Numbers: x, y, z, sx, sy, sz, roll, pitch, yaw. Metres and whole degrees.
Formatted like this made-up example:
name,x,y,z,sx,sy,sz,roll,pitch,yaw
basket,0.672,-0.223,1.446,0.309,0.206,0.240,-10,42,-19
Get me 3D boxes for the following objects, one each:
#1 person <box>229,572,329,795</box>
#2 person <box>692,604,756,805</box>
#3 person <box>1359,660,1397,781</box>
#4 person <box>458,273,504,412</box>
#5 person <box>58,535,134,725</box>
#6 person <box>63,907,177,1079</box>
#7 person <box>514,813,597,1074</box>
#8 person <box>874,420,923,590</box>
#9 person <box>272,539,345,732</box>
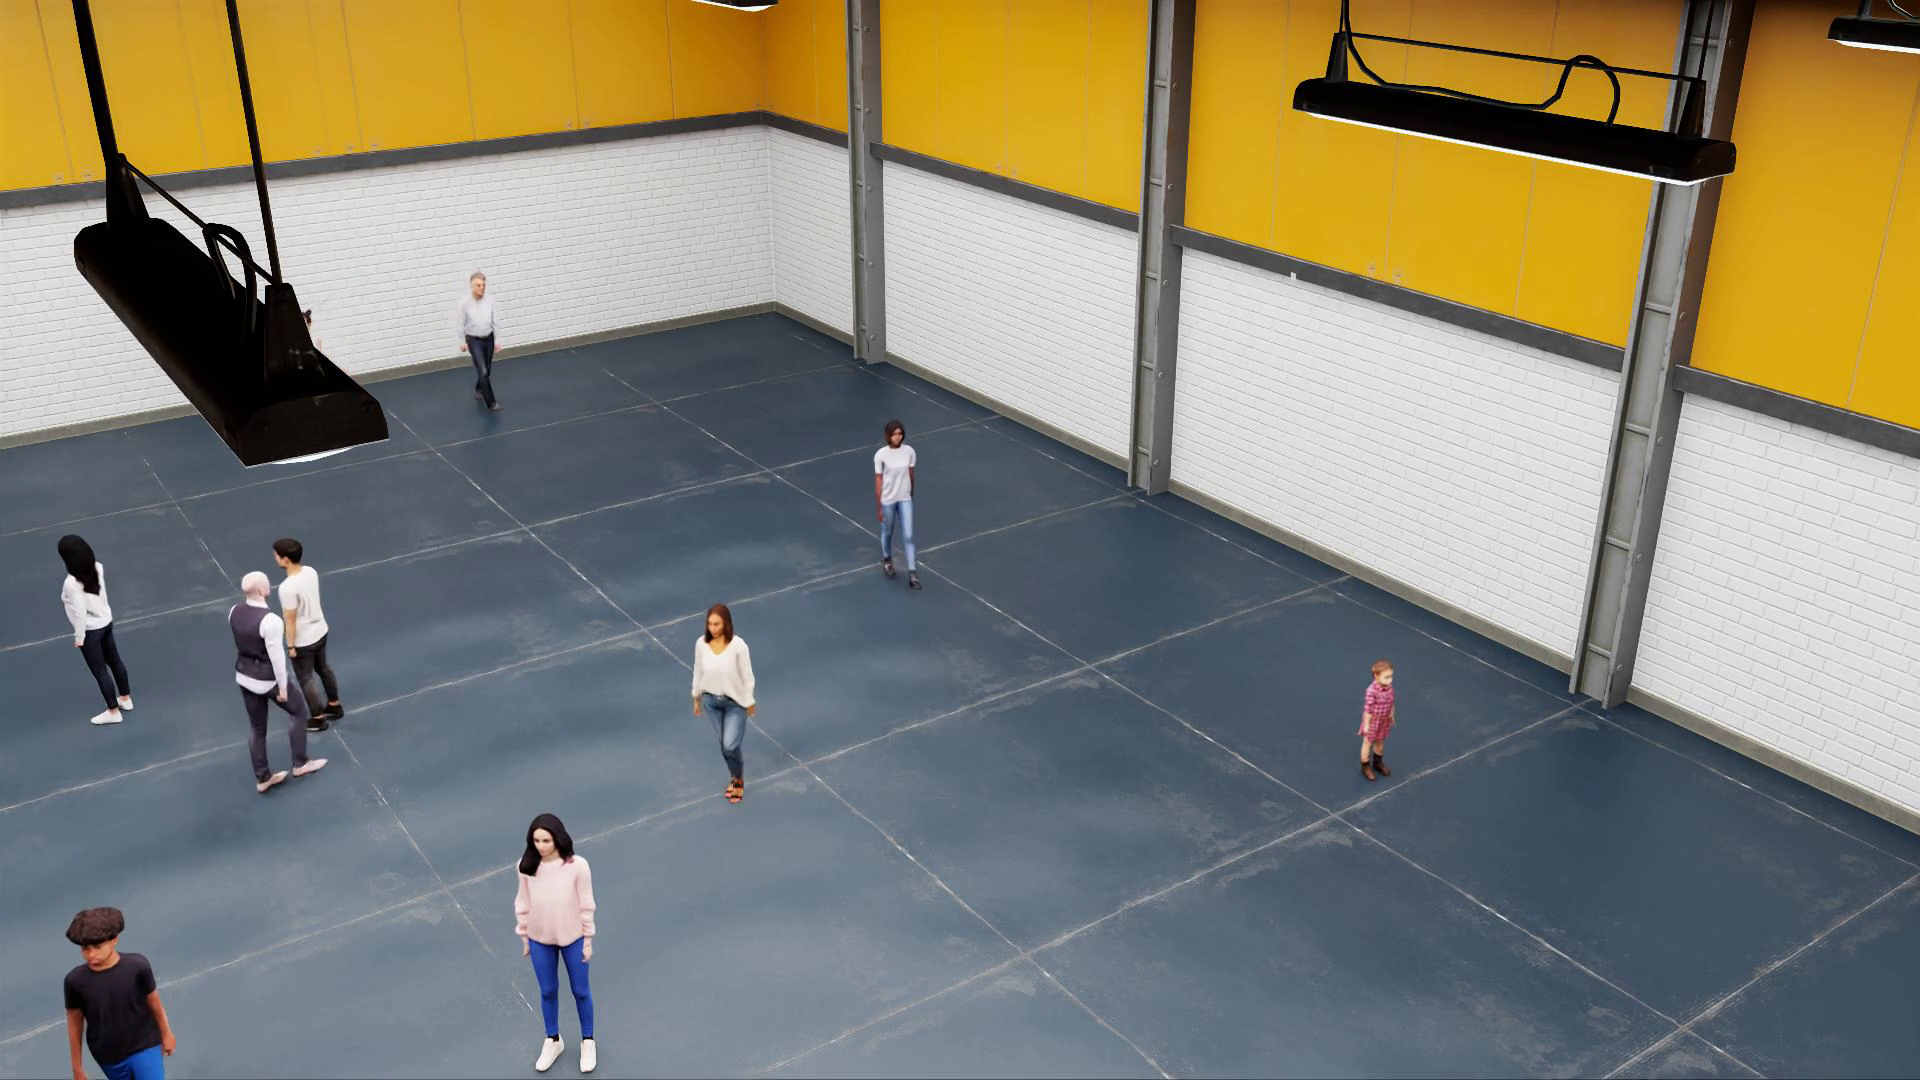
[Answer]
name,x,y,z,sx,sy,sz,roll,pitch,yaw
person,-5.439,1.142,12.866,0.904,1.803,0.961,8,25,17
person,-1.767,1.219,12.853,0.714,1.671,0.805,9,25,21
person,3.327,1.405,13.241,0.453,1.020,0.465,-12,26,-25
person,-6.199,-2.569,21.387,0.681,1.777,1.142,-11,26,-23
person,-7.248,0.729,13.939,0.761,1.701,0.674,1,24,3
person,-4.624,2.759,9.244,0.895,1.741,1.214,-6,24,-14
person,-2.413,2.406,10.015,0.721,1.770,0.752,1,24,3
person,-0.673,-0.385,16.505,0.816,1.686,1.115,-8,25,-17
person,-5.424,0.772,13.826,0.764,1.712,0.700,5,24,11
